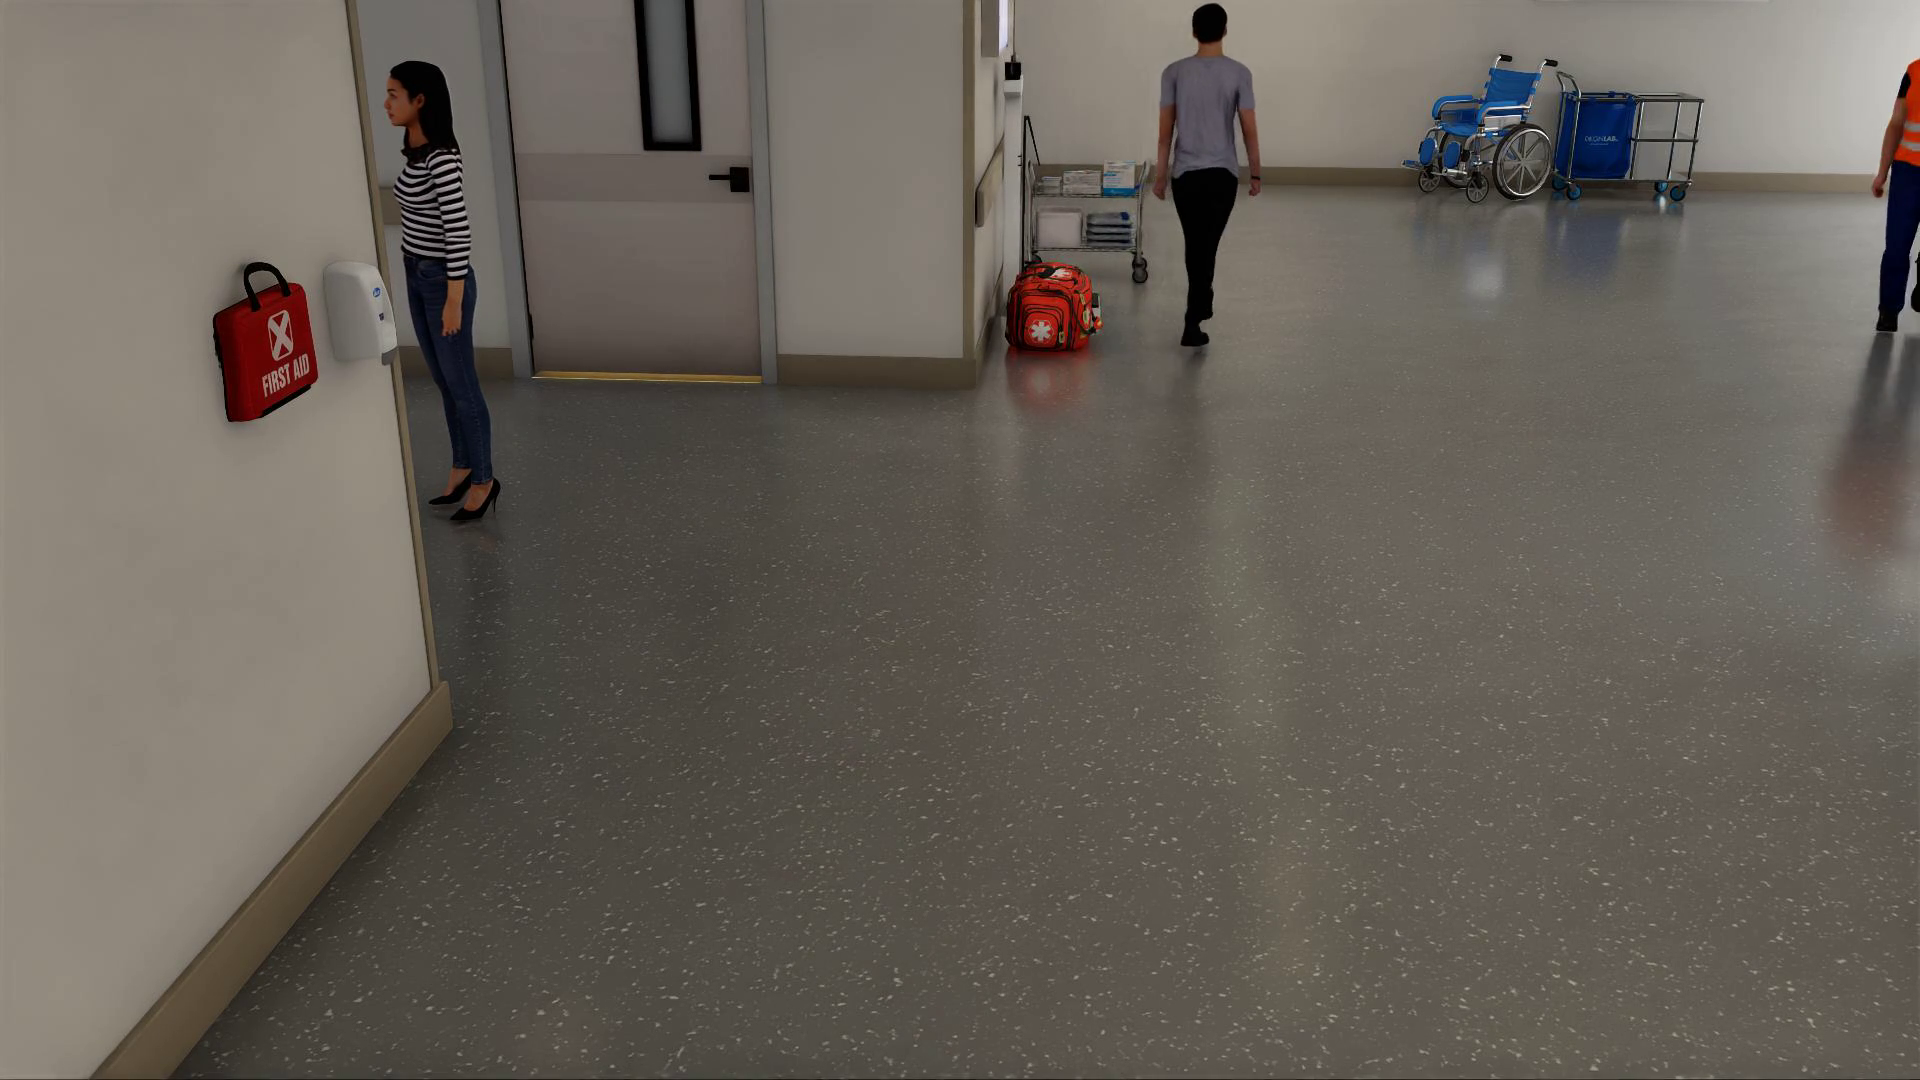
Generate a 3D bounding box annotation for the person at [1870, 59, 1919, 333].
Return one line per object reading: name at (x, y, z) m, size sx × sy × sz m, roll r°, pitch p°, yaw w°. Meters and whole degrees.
person at (5.621, -2.152, 9.622) m, size 0.935 × 1.862 × 1.031 m, roll 14°, pitch 25°, yaw 32°

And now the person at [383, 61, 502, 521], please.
person at (-2.038, -0.961, 6.548) m, size 0.713 × 1.796 × 0.628 m, roll -14°, pitch 25°, yaw -32°

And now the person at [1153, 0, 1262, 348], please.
person at (1.323, -1.950, 9.162) m, size 0.942 × 1.810 × 1.294 m, roll 8°, pitch 22°, yaw 21°
